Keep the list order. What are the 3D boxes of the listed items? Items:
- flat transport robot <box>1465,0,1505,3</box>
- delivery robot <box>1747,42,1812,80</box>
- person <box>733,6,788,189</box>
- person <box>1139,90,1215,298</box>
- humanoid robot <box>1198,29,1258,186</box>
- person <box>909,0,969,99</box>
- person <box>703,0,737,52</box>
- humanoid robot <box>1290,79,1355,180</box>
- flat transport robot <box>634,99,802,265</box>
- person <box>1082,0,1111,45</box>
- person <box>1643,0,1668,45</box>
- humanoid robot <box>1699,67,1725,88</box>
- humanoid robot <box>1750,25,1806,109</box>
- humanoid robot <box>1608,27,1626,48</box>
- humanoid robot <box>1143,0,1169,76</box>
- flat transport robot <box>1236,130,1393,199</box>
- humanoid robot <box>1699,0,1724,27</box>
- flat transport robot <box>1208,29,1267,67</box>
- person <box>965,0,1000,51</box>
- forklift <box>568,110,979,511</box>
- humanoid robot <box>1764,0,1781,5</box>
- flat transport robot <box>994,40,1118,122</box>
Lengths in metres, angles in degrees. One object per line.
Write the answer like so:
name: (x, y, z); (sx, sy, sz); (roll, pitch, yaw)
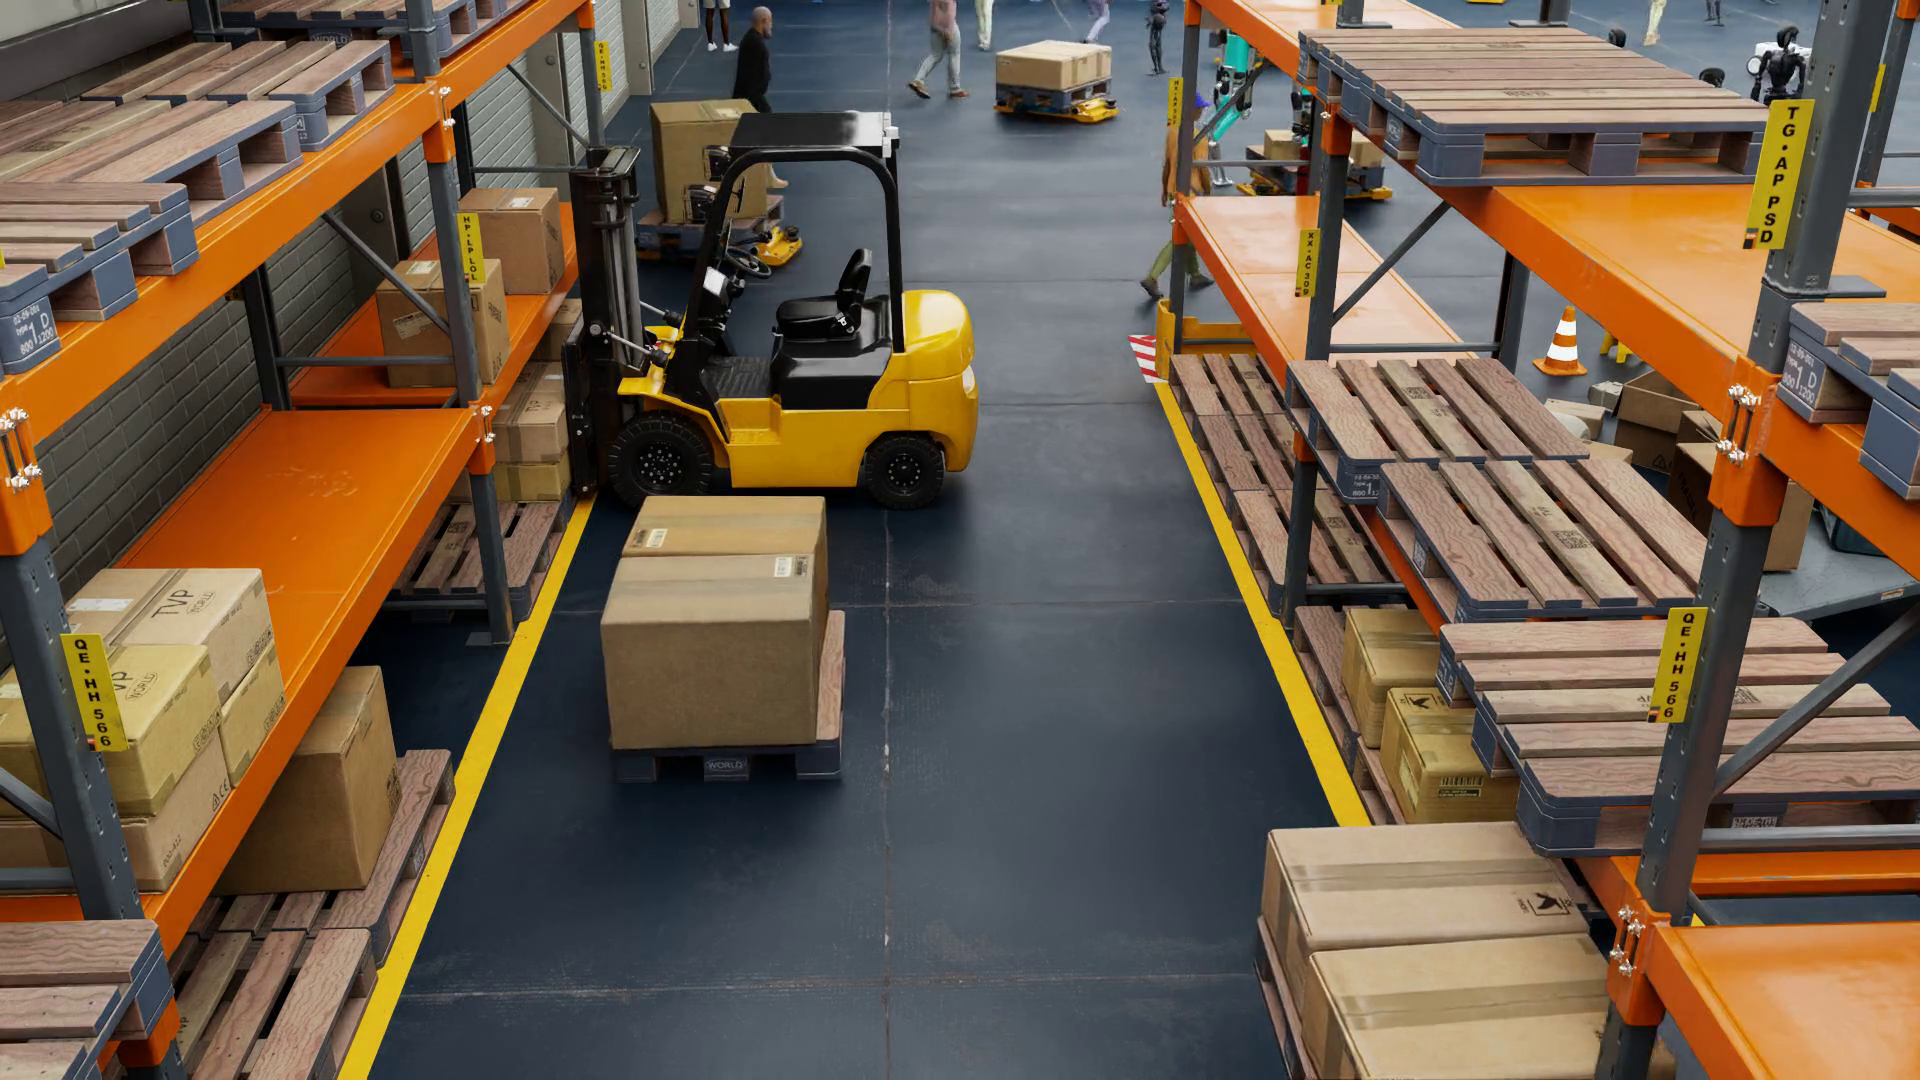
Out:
flat transport robot: (9.749, -10.062, 30.612); (0.659, 0.231, 1.431); (11, 27, 22)
delivery robot: (11.465, -6.737, 23.238); (0.499, 0.597, 0.769); (-14, 29, -27)
person: (-2.069, -4.521, 17.059); (0.715, 1.815, 0.563); (-8, 26, -16)
person: (1.824, -2.833, 13.641); (0.835, 1.684, 0.453); (-15, 29, -29)
humanoid robot: (2.675, -4.485, 17.108); (0.674, 1.816, 0.553); (-16, 30, -30)
person: (-0.281, -6.625, 21.429); (0.786, 1.906, 0.636); (-17, 30, -32)
person: (-3.687, -8.356, 25.090); (0.553, 1.898, 0.356); (7, 26, 15)
humanoid robot: (3.546, -3.986, 16.025); (0.825, 1.761, 0.533); (21, 33, 38)
flat transport robot: (-2.201, -2.672, 14.962); (1.431, 0.231, 0.659); (4, 26, 9)
person: (1.983, -8.141, 24.724); (0.500, 1.826, 0.582); (-23, 34, -40)
person: (10.927, -8.637, 25.726); (0.550, 1.860, 0.809); (22, 33, 39)
humanoid robot: (6.603, -3.399, 14.905); (0.774, 1.627, 0.609); (18, 31, 34)
humanoid robot: (8.401, -4.474, 17.168); (0.752, 1.625, 0.616); (-13, 28, -26)
humanoid robot: (6.564, -4.377, 16.937); (0.613, 1.644, 0.613); (-8, 26, -16)
humanoid robot: (2.746, -7.379, 23.286); (0.329, 1.646, 0.600); (5, 26, 10)
flat transport robot: (3.600, -3.605, 16.938); (1.431, 0.231, 0.659); (-5, 26, -11)
humanoid robot: (12.556, -9.349, 27.463); (0.422, 1.644, 0.590); (13, 28, 25)
flat transport robot: (4.428, -7.122, 24.385); (0.659, 0.231, 1.431); (23, 34, 40)
person: (0.327, -8.311, 25.207); (0.564, 1.717, 0.811); (8, 26, 16)
forklift: (-1.043, -1.379, 9.976); (2.313, 2.155, 1.214); (-1, 25, -2)
humanoid robot: (14.734, -10.452, 29.787); (0.608, 1.656, 0.340); (-19, 31, -35)
flat transport robot: (1.197, -5.443, 20.829); (1.431, 0.231, 0.659); (16, 29, 30)
